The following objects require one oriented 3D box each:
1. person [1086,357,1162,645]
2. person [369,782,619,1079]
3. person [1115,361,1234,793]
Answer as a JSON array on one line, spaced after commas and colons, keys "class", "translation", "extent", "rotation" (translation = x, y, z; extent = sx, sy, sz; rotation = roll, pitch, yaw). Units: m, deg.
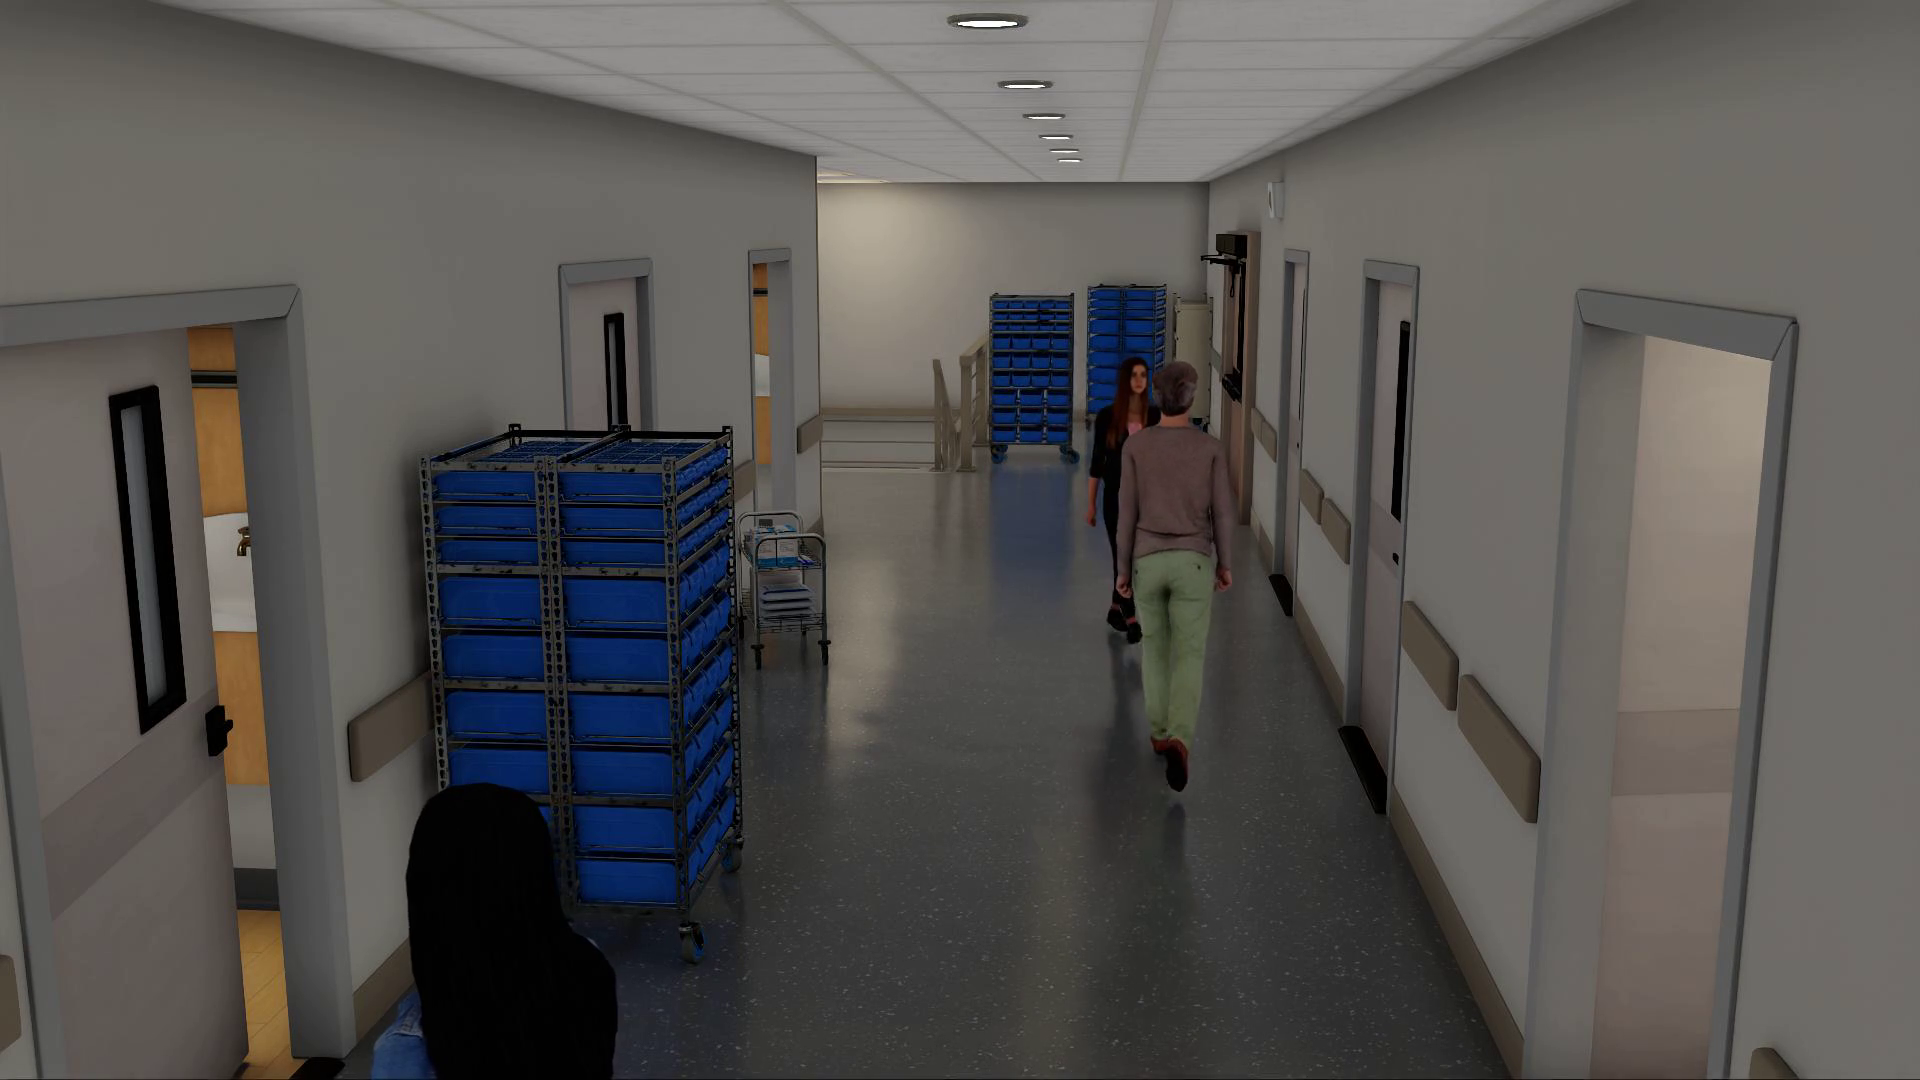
[{"class": "person", "translation": [0.989, -0.241, 10.005], "extent": [0.871, 1.680, 1.149], "rotation": [-3, 11, -13]}, {"class": "person", "translation": [-0.657, 1.178, 2.440], "extent": [0.742, 1.712, 0.605], "rotation": [6, 12, 28]}, {"class": "person", "translation": [0.934, 0.172, 7.382], "extent": [0.752, 1.845, 1.222], "rotation": [2, 11, 12]}]
